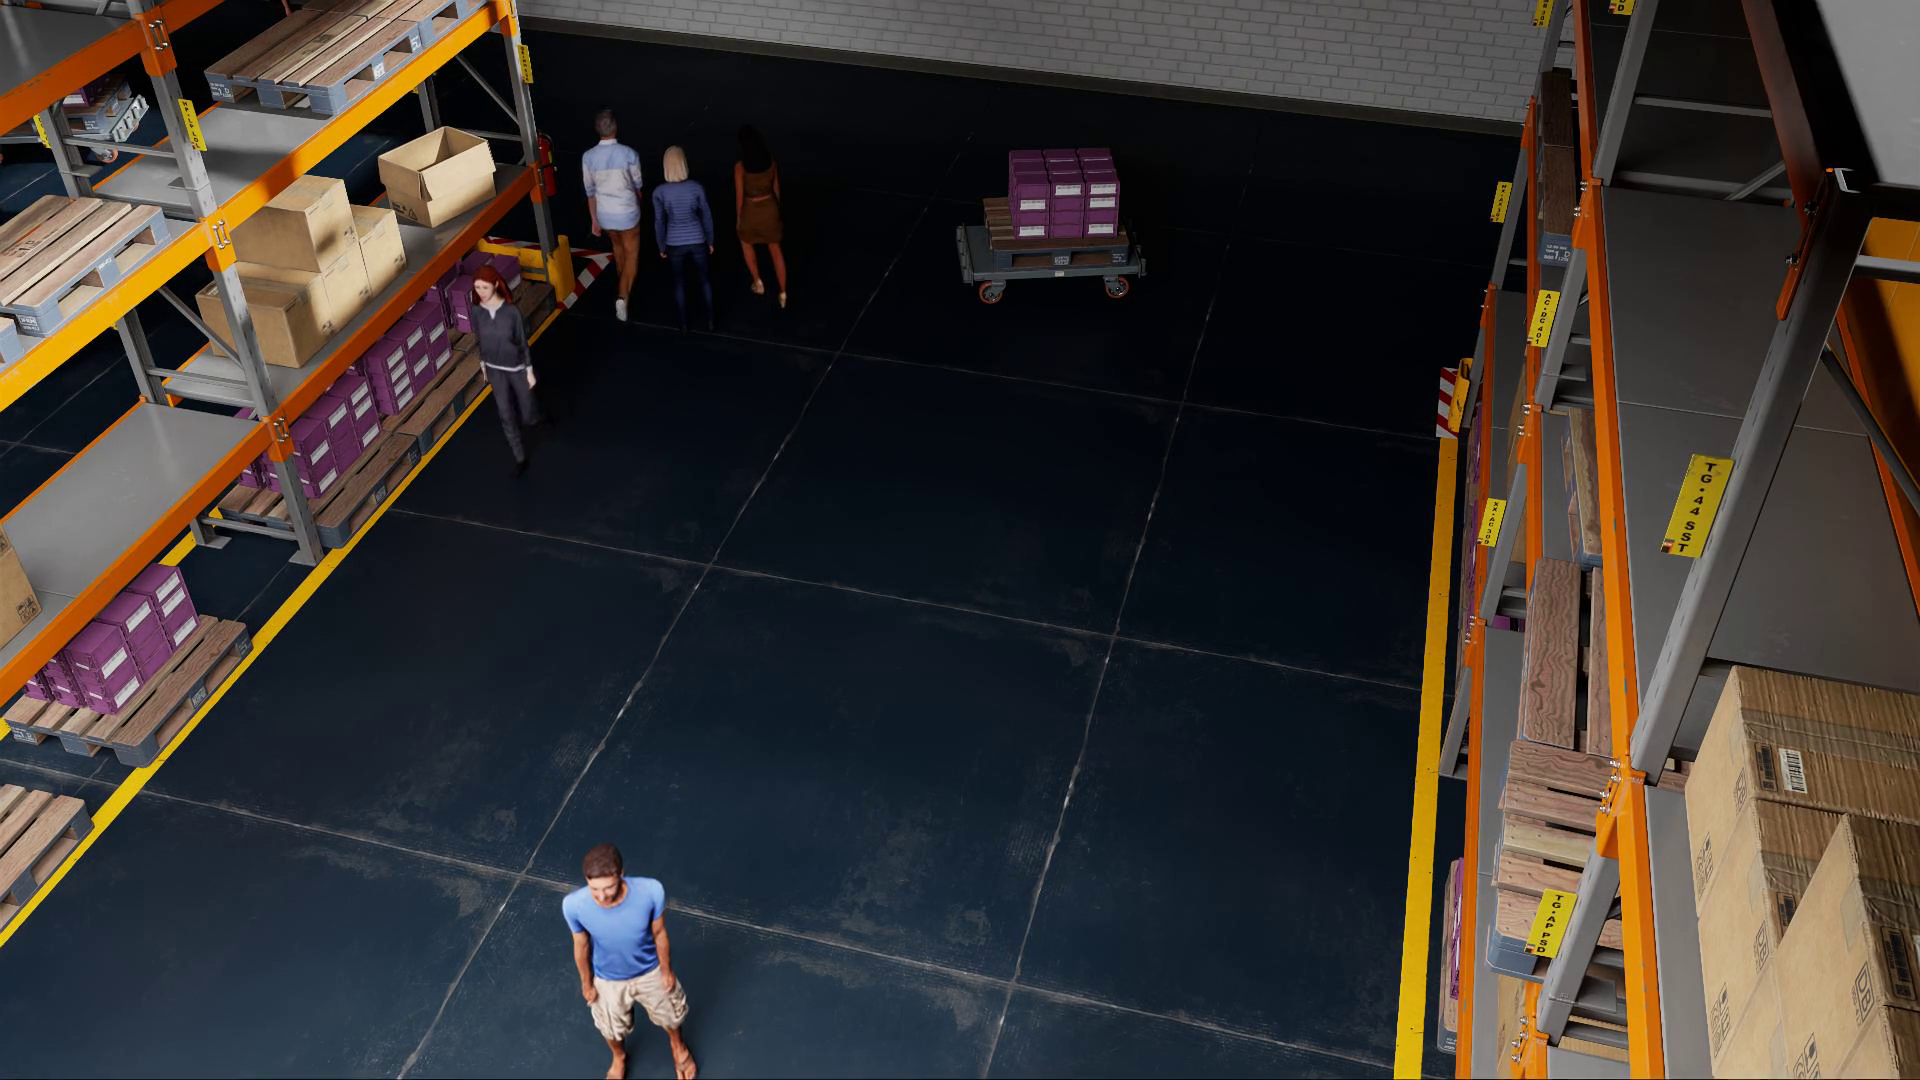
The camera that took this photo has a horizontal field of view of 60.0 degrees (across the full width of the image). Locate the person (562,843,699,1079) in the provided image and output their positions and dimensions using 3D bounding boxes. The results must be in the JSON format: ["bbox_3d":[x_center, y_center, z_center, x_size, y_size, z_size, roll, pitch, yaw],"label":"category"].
[{"bbox_3d":[-1.647,2.107,8.251,0.767,1.853,0.777,-9,39,-11],"label":"person"}]

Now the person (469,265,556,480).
[{"bbox_3d":[-3.384,-1.317,12.610,0.624,1.762,0.842,8,39,10],"label":"person"}]

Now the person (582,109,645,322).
[{"bbox_3d":[-2.971,-2.775,14.420,0.707,1.783,1.150,6,39,7],"label":"person"}]

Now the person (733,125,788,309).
[{"bbox_3d":[-1.731,-2.772,14.513,0.782,1.662,0.842,-17,42,-20],"label":"person"}]

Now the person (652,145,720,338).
[{"bbox_3d":[-2.330,-2.539,14.155,0.721,1.745,0.698,-6,39,-7],"label":"person"}]
